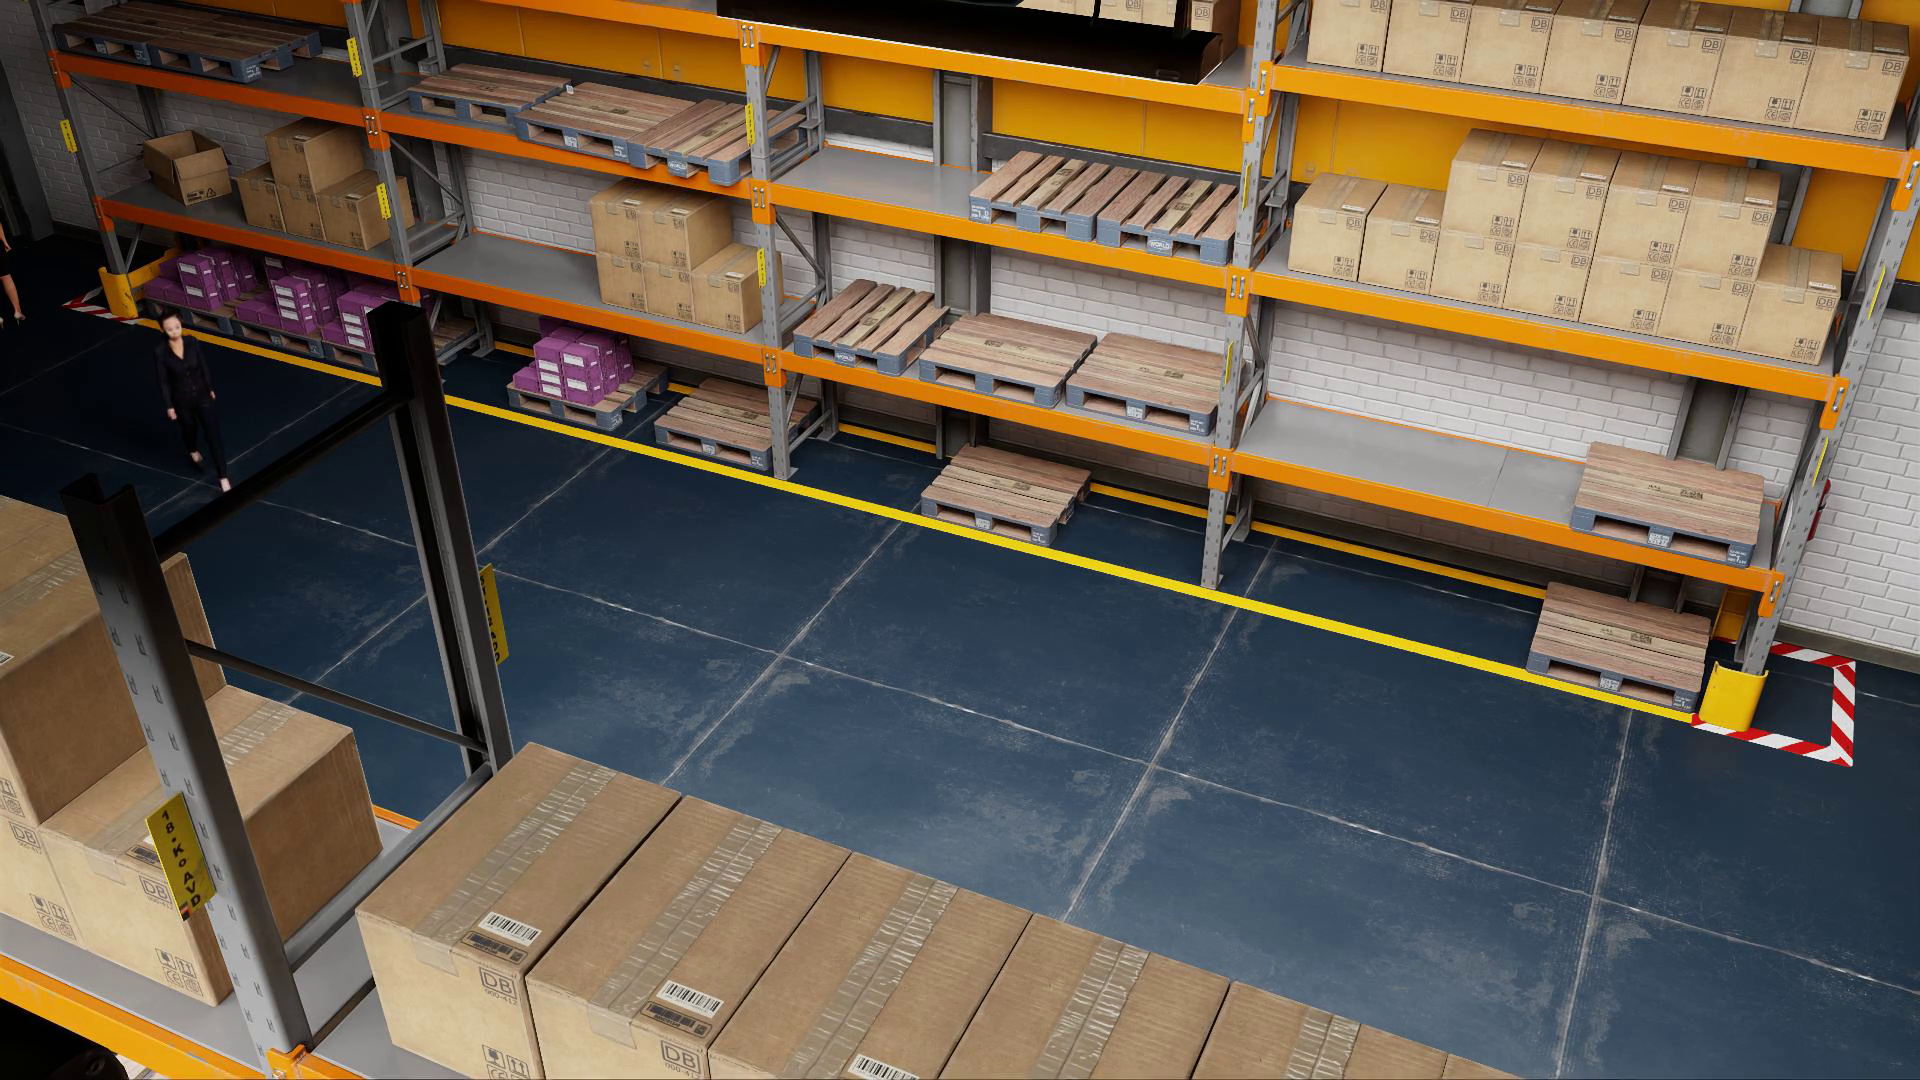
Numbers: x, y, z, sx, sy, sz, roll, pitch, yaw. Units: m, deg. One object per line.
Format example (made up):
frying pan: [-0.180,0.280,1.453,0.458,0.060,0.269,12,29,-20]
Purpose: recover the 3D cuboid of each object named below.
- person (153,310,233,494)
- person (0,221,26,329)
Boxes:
person: [-6.681,-1.208,14.385,0.897,1.678,1.148,-25,41,-33]
person: [-9.995,-3.001,17.013,0.701,1.756,0.701,-21,39,-28]
